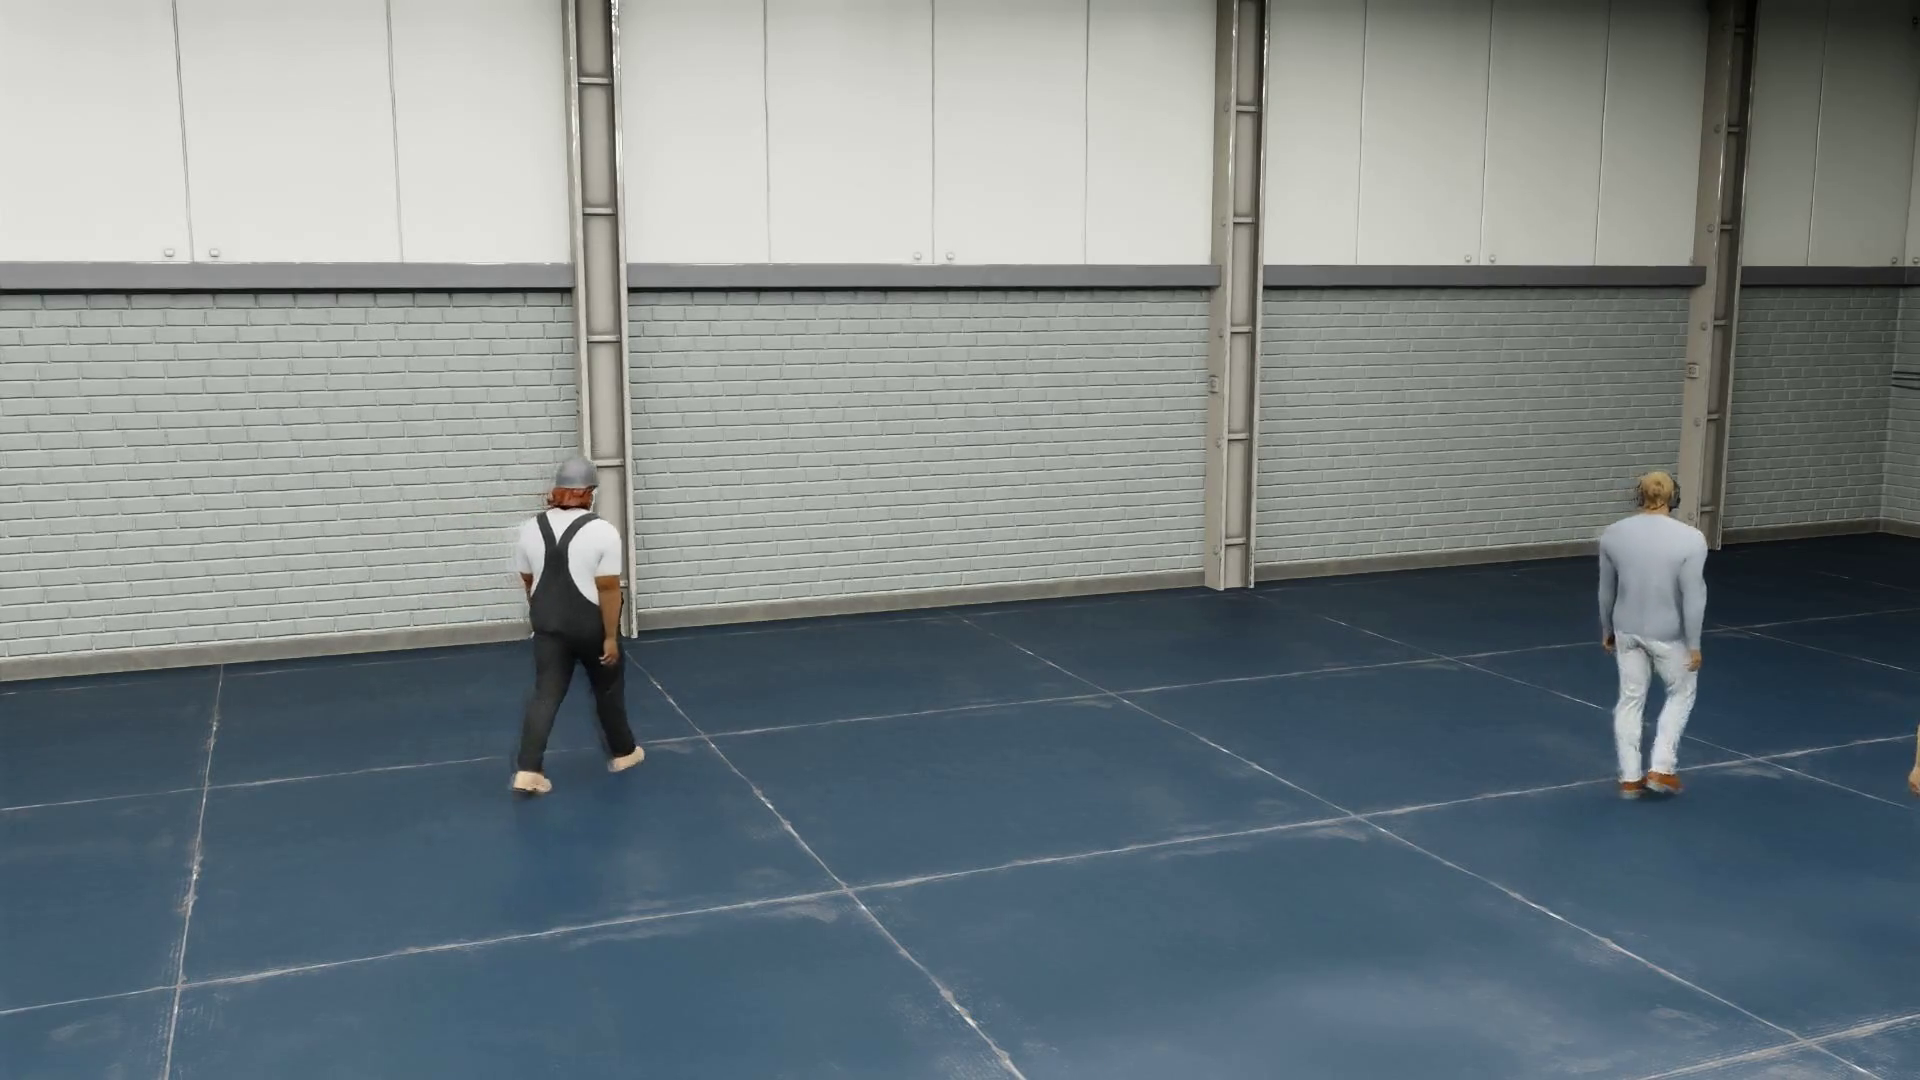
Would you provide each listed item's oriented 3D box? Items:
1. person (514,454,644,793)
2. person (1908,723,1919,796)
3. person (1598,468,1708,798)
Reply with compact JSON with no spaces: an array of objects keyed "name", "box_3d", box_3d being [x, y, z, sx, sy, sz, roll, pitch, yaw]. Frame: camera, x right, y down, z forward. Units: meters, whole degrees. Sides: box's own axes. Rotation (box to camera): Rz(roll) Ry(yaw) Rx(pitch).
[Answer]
[{"name":"person","box_3d":[-2.295,0.455,9.857,0.691,2.000,1.047,3,10,18]},{"name":"person","box_3d":[4.429,1.003,7.111,0.570,1.818,0.838,2,9,12]},{"name":"person","box_3d":[4.023,0.542,9.648,0.519,1.927,0.662,-8,12,-41]}]
